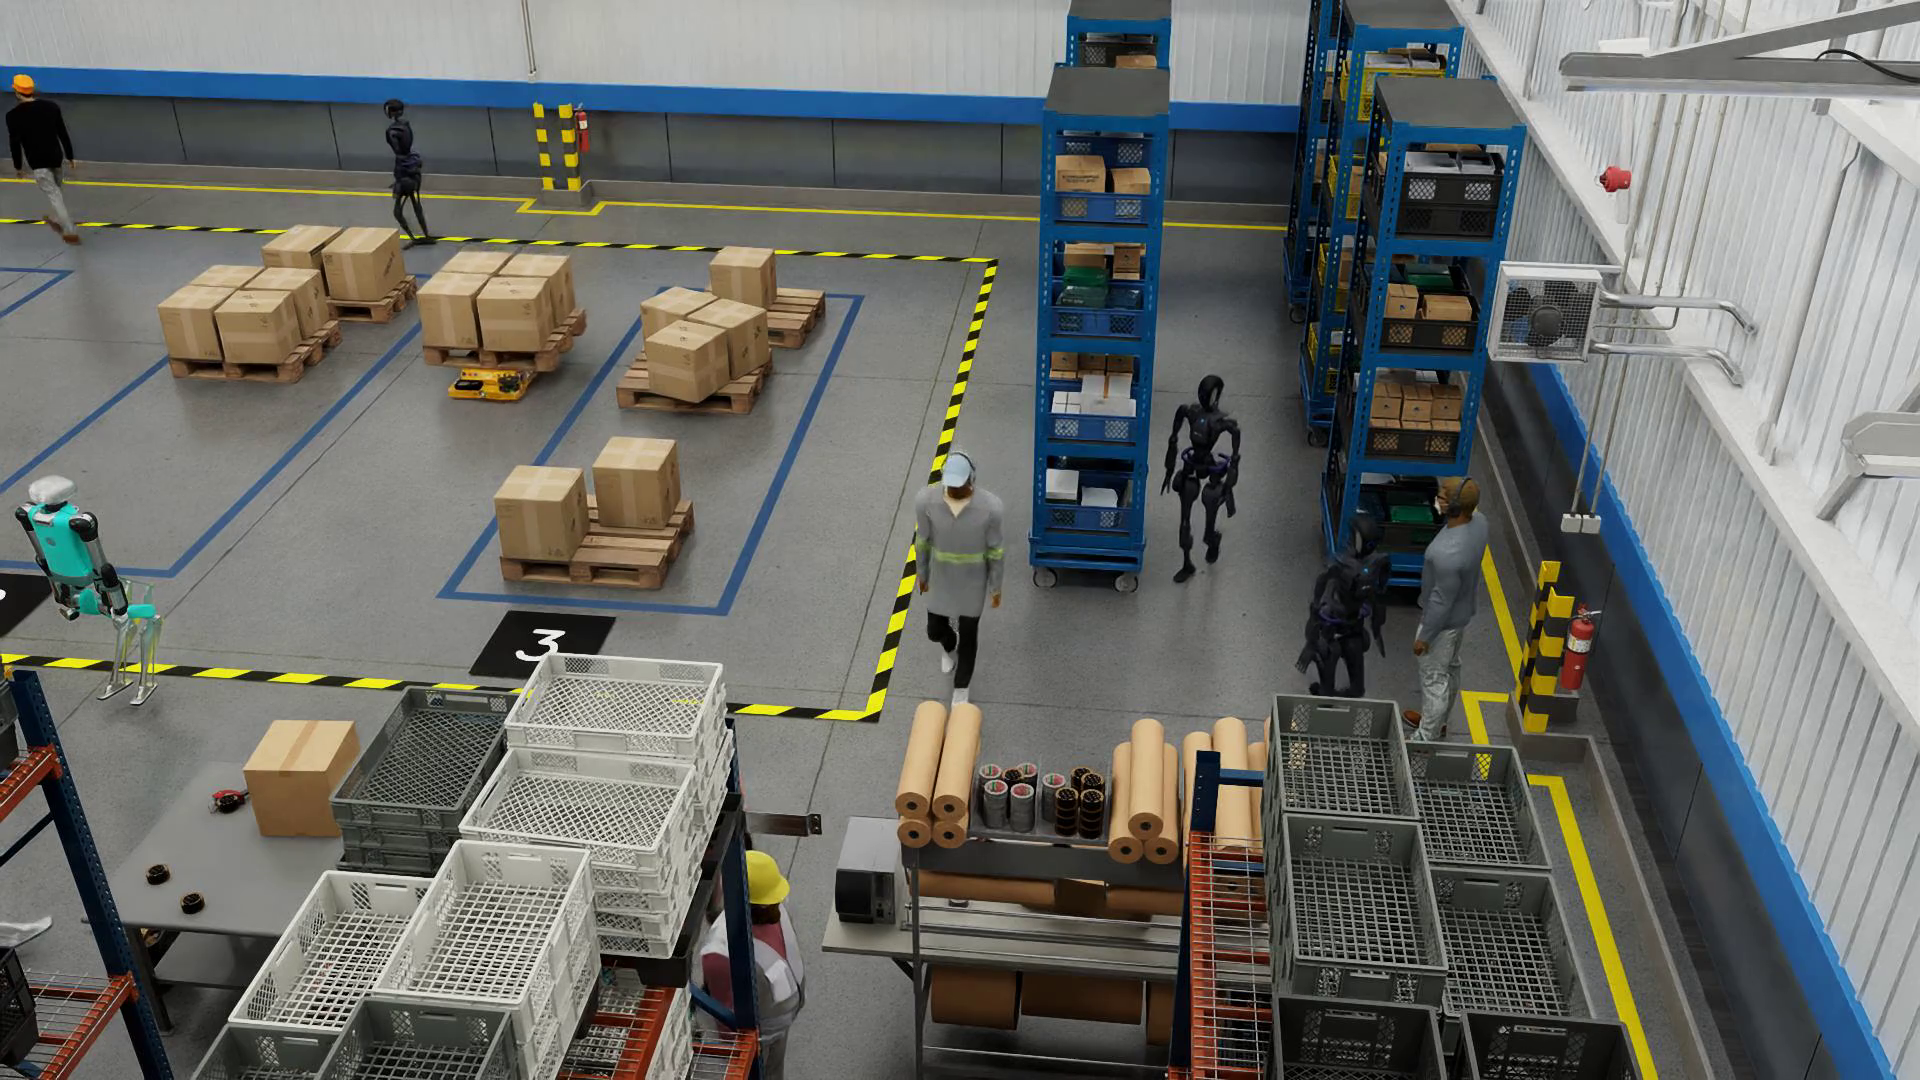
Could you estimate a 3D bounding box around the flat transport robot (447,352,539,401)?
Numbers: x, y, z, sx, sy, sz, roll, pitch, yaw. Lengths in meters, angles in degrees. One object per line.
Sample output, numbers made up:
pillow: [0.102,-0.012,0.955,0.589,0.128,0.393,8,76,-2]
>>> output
flat transport robot: [-4.225,-1.706,15.576,0.652,0.197,1.431,3,30,6]

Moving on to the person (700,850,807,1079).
person: [-0.886,2.123,7.470,0.404,1.834,0.586,11,32,19]

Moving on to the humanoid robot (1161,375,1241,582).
humanoid robot: [1.779,-0.472,12.080,0.597,1.638,0.462,17,34,27]

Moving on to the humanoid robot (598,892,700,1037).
humanoid robot: [-1.517,2.025,7.787,0.730,1.840,0.549,-17,34,-26]

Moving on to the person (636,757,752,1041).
person: [-1.277,1.685,8.114,0.647,1.949,0.448,-20,36,-30]

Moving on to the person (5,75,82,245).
person: [-10.153,-4.198,18.310,0.898,1.848,0.609,18,35,28]

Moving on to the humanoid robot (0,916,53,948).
humanoid robot: [-5.406,1.556,8.538,1.004,1.738,0.539,-14,33,-22]

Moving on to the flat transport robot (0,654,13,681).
flat transport robot: [-7.142,0.969,11.010,1.431,0.231,0.659,3,30,6]

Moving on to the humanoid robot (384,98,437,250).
humanoid robot: [-6.034,-3.994,18.132,0.367,1.644,0.593,-2,30,-3]

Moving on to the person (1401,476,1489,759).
person: [2.954,0.473,10.202,0.372,1.940,0.626,18,35,27]

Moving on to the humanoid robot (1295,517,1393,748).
humanoid robot: [2.330,0.554,10.319,0.612,1.639,0.486,-12,32,-20]

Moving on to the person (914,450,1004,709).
person: [-0.001,0.231,10.716,0.598,1.836,0.495,6,31,10]

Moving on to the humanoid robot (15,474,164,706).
humanoid robot: [-5.441,0.260,10.635,0.533,1.676,0.735,8,31,14]
